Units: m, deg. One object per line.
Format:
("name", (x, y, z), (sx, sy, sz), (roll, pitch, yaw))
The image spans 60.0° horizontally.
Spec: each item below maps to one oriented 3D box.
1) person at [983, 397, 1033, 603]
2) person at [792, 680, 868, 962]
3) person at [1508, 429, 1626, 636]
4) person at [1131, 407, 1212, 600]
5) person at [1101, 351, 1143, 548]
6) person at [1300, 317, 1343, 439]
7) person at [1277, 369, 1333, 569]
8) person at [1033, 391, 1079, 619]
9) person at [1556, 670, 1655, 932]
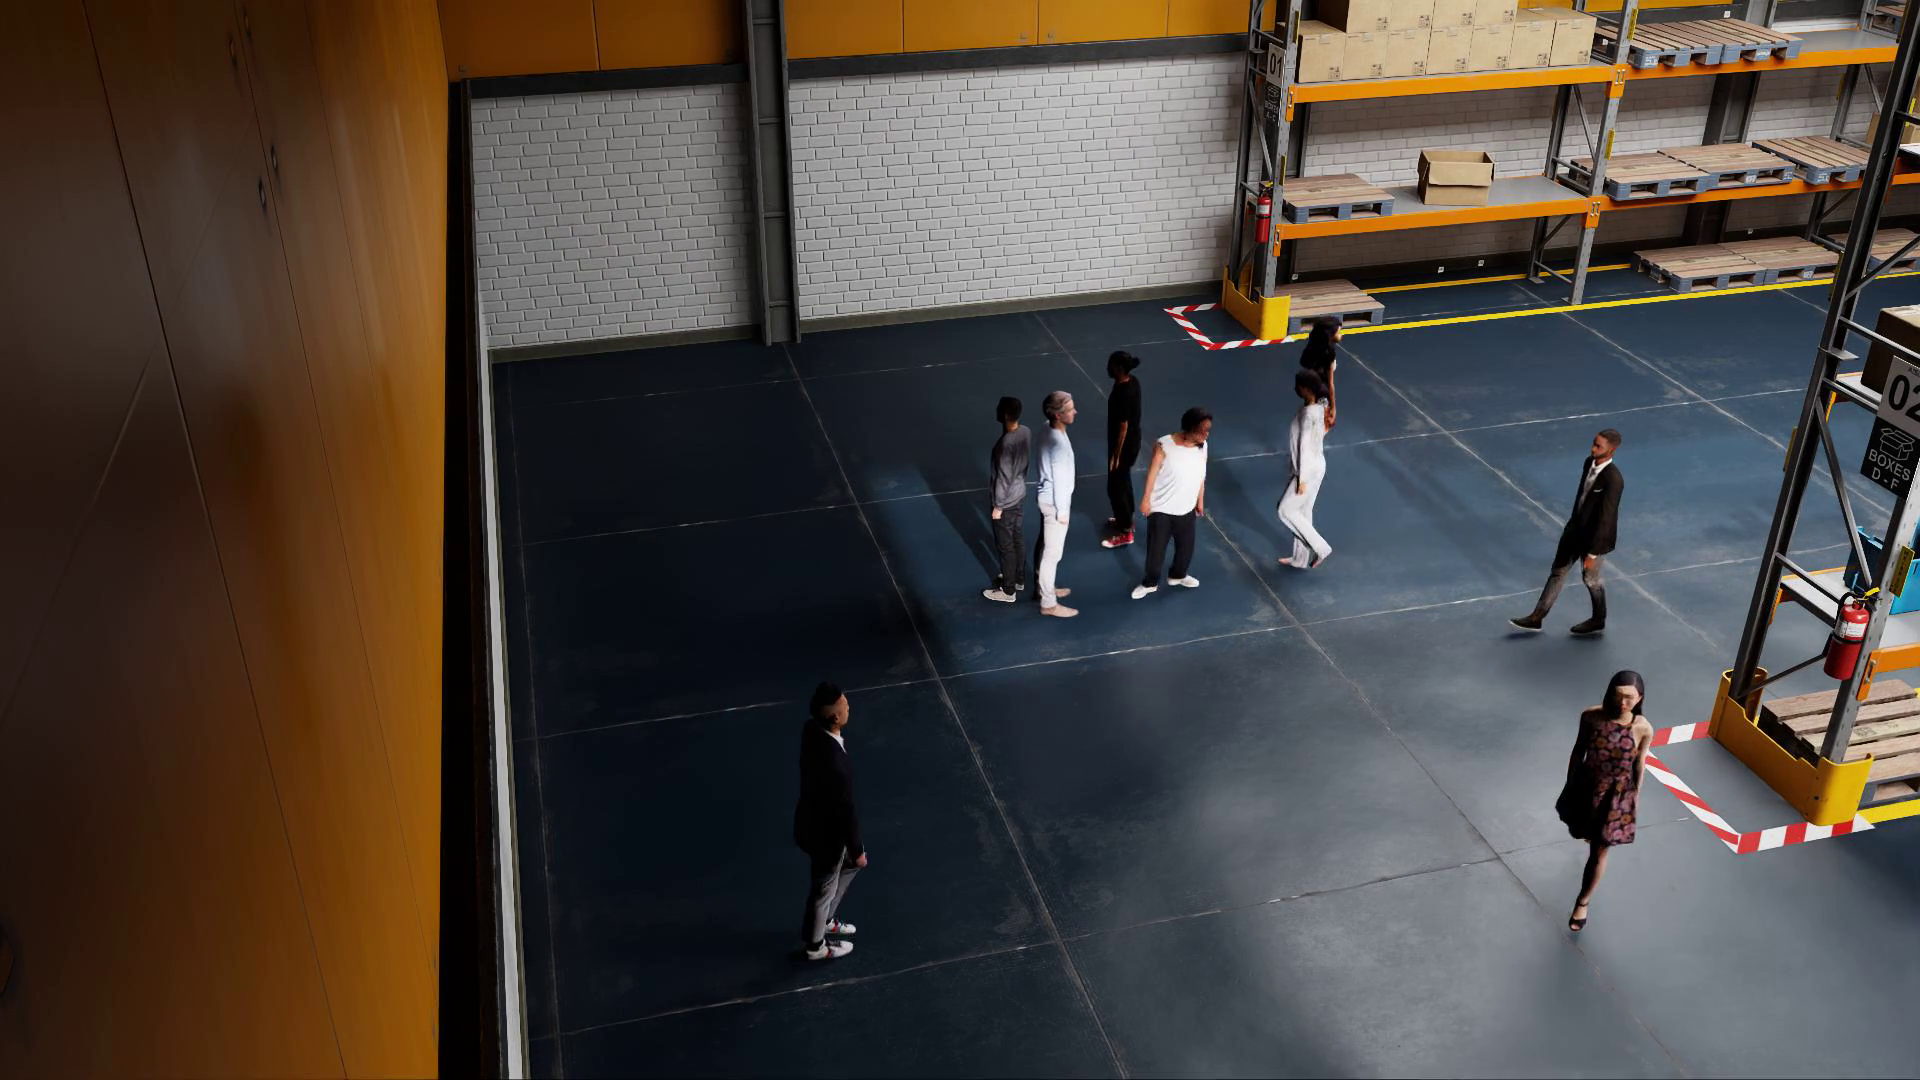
("person", (0.393, -0.337, 13.392), (0.743, 1.761, 0.694), (14, 32, 24))
("person", (-0.872, 1.645, 9.572), (0.659, 1.940, 0.723), (-5, 29, -10))
("person", (4.912, -0.024, 12.808), (1.015, 1.771, 0.739), (-4, 29, -8))
("person", (1.679, -0.298, 13.425), (0.623, 1.661, 0.874), (-5, 29, -8))
("person", (1.395, -0.811, 14.280), (0.737, 1.743, 0.763), (6, 29, 12))
("person", (3.223, -1.288, 15.291), (0.718, 1.612, 0.668), (2, 29, 3))
("person", (2.960, -0.546, 13.786), (0.881, 1.751, 0.820), (9, 30, 17))
("person", (0.744, -0.307, 13.199), (0.646, 1.893, 0.704), (-1, 29, -2))
("person", (3.871, 1.504, 10.022), (1.021, 1.757, 1.055), (13, 31, 22))
